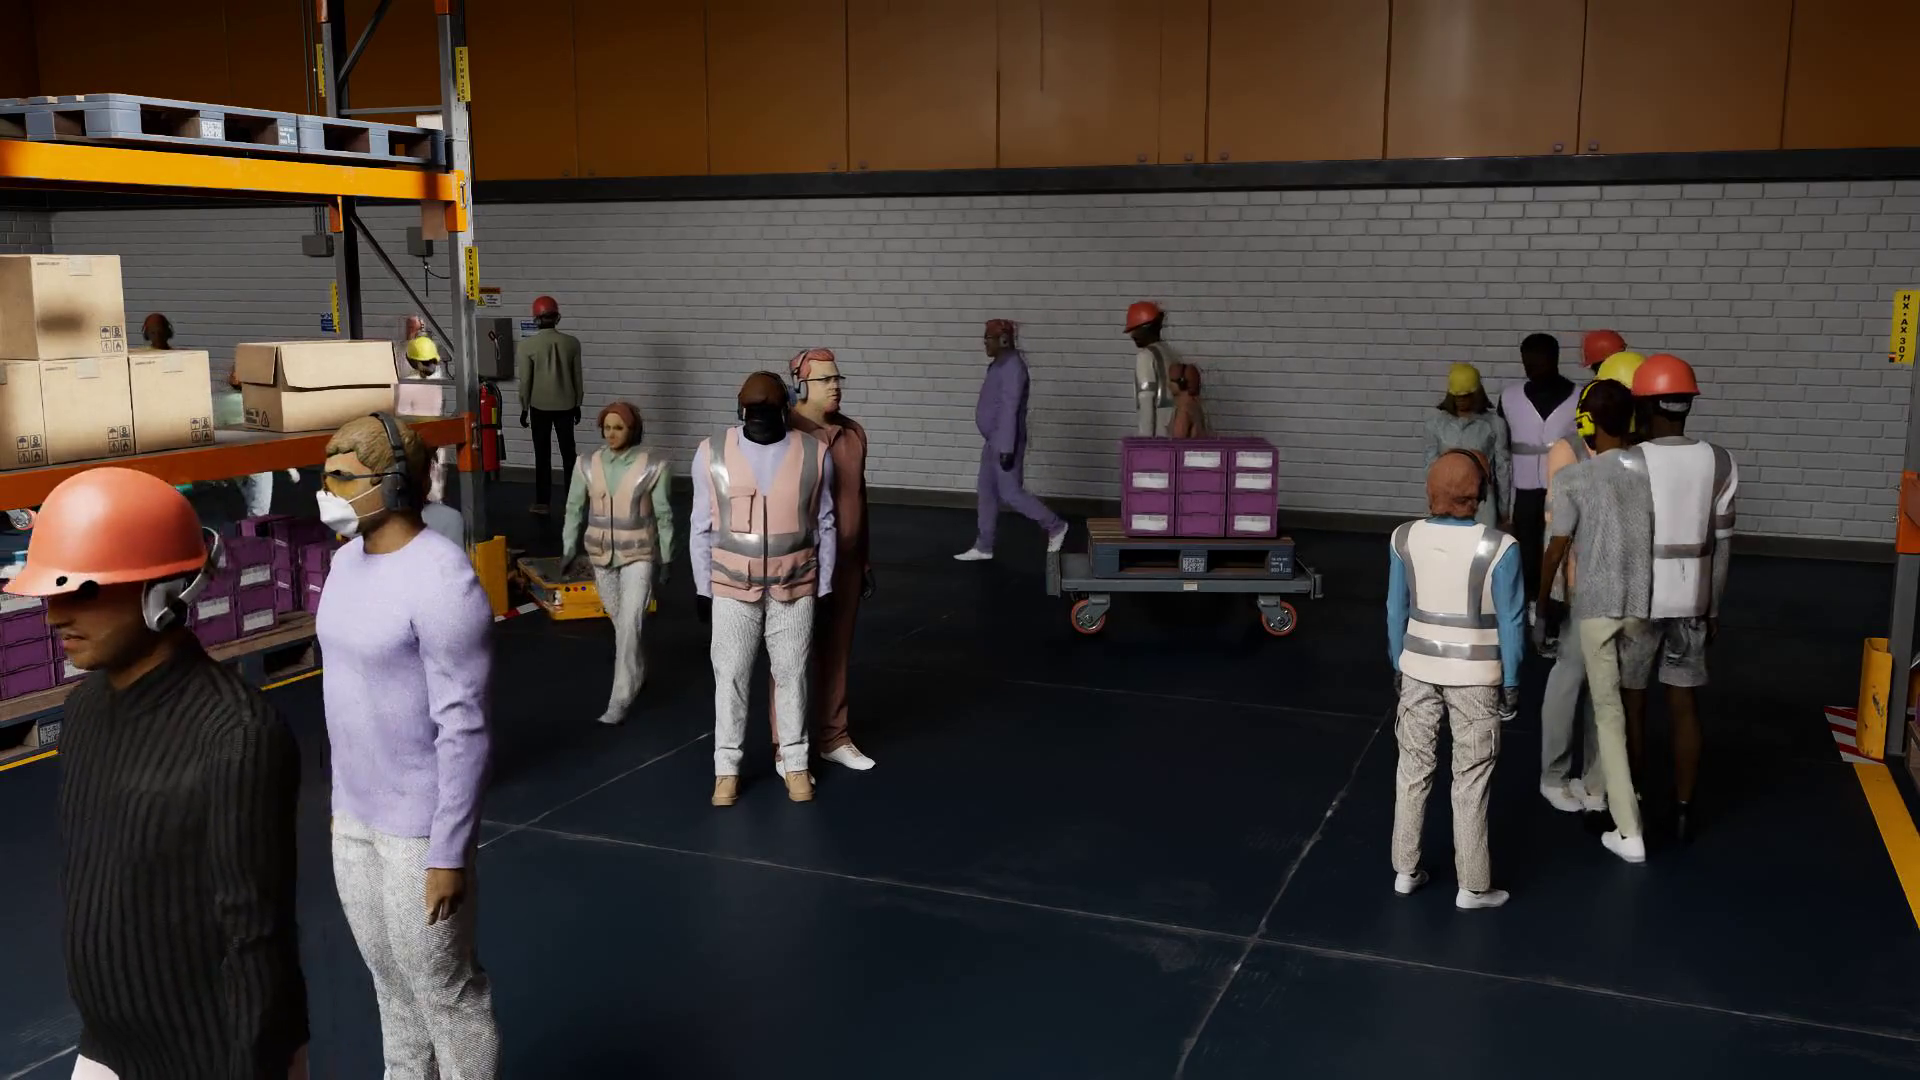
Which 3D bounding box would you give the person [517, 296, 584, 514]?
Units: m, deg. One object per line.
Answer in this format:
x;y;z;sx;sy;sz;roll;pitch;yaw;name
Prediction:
-3.752;-1.236;15.263;0.612;1.997;0.376;-6;11;-34;person

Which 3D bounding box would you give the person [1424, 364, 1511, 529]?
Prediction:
2.964;-0.183;9.782;0.493;1.692;0.908;4;10;23;person

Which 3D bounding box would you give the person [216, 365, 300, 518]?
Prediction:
-5.025;-0.508;12.003;0.518;1.617;0.579;4;10;22;person

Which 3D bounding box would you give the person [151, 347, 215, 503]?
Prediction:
-5.331;-0.435;11.231;0.543;1.713;0.944;-1;9;-8;person

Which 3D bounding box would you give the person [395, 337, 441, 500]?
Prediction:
-4.073;-0.659;12.569;0.557;1.734;0.623;1;9;9;person

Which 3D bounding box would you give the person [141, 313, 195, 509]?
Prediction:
-6.880;-1.034;14.427;0.572;1.870;0.568;-4;10;-24;person

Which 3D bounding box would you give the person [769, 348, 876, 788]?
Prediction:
-0.620;0.115;7.337;0.407;1.913;0.641;9;13;43;person

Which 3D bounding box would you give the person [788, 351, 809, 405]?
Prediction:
-1.091;-0.565;12.223;0.812;1.640;0.541;9;13;44;person

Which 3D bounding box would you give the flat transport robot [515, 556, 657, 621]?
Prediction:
-2.546;0.294;11.213;0.652;0.197;1.431;-4;10;-25;flat transport robot

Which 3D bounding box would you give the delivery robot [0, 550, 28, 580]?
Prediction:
-5.604;0.306;9.999;0.477;0.478;0.707;6;11;31;delivery robot

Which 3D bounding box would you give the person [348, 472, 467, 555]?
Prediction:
-2.185;0.401;6.580;0.503;1.588;0.849;0;9;1;person

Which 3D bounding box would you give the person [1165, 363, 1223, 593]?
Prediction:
1.504;-0.428;11.559;0.848;1.586;0.538;2;10;12;person

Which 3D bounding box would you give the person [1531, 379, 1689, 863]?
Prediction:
2.523;0.283;6.560;0.536;1.828;0.882;-1;9;-6;person

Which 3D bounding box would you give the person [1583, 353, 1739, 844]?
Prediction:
2.715;0.242;6.505;0.543;1.933;0.363;-1;9;-6;person

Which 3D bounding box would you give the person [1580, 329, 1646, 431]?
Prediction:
4.126;-0.377;10.422;0.615;1.889;0.564;2;10;13;person

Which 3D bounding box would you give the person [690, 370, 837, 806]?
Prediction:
-0.824;0.206;7.023;0.619;1.837;0.430;-2;9;-9;person

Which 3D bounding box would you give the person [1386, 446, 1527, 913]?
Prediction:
1.737;0.491;5.869;0.513;1.645;0.307;9;13;42;person

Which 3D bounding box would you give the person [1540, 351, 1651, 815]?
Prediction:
2.694;0.177;6.922;0.594;1.922;0.386;-4;10;-22;person

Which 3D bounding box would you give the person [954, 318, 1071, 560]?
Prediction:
0.403;-0.753;12.713;0.823;1.880;0.651;-1;9;-8;person

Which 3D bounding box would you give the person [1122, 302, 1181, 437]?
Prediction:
1.422;-0.782;12.514;0.714;1.993;0.637;6;11;33;person

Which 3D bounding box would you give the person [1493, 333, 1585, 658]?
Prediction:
3.479;-0.287;9.859;0.616;1.888;0.680;5;11;28;person

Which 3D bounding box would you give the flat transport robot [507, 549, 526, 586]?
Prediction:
-3.846;0.201;11.776;1.431;0.197;0.652;0;9;1;flat transport robot

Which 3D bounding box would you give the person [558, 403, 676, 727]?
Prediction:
-1.710;0.095;8.428;0.525;1.593;0.882;2;10;12;person

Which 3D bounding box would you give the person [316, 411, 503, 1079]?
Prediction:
-1.314;0.665;3.921;0.631;1.940;0.372;9;13;44;person

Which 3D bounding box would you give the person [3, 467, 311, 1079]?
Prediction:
-1.274;0.830;2.891;0.620;1.959;0.972;6;11;31;person

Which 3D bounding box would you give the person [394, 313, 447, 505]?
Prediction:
-4.557;-0.941;13.863;0.648;1.883;0.736;9;13;42;person
